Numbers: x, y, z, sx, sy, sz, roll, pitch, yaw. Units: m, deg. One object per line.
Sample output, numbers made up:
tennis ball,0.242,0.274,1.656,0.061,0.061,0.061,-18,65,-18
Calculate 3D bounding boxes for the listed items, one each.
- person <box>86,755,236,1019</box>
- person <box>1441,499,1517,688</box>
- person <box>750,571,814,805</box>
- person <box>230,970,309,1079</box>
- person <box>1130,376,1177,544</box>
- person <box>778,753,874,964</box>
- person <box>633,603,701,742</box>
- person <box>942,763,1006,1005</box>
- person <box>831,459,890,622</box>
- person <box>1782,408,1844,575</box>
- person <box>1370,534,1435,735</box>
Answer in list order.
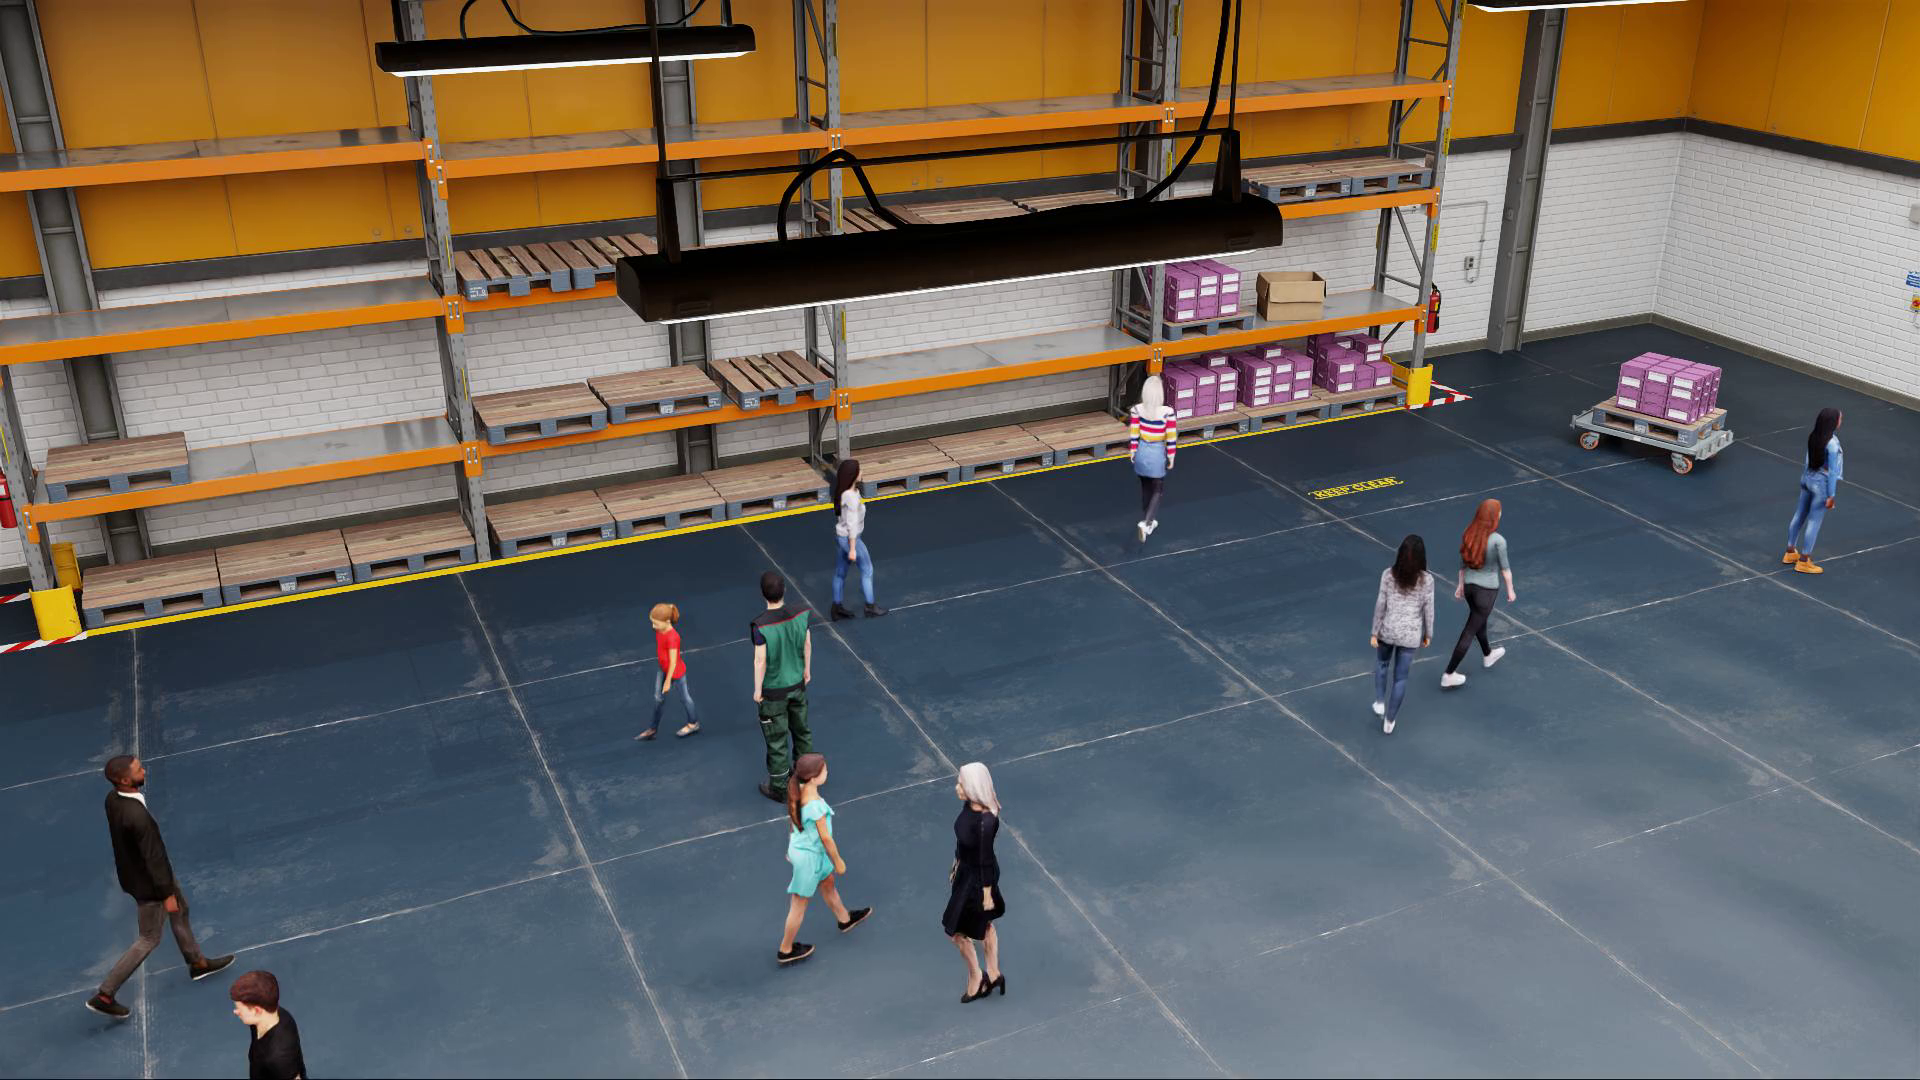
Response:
person,-5.196,2.194,10.460,1.241,1.768,0.911,-19,30,-37
person,4.461,0.508,14.409,1.081,1.695,0.634,-14,27,-28
person,-1.364,1.114,12.768,0.620,1.899,0.792,-20,30,-38
person,-3.370,2.967,8.612,1.144,1.833,0.688,-13,27,-27
person,1.973,-0.821,17.345,1.013,1.780,1.094,10,25,21
person,-1.063,2.118,10.935,0.944,1.527,0.541,-11,26,-24
person,-2.299,1.065,13.652,0.848,1.282,0.628,-15,28,-30
person,0.197,2.171,10.556,0.735,1.735,0.700,-5,24,-11
person,-1.111,0.023,15.617,0.776,1.616,0.660,-9,25,-19
person,8.609,-0.517,16.733,0.629,1.713,0.662,-2,24,-5
person,3.608,0.811,13.693,0.811,1.714,0.871,8,25,17
